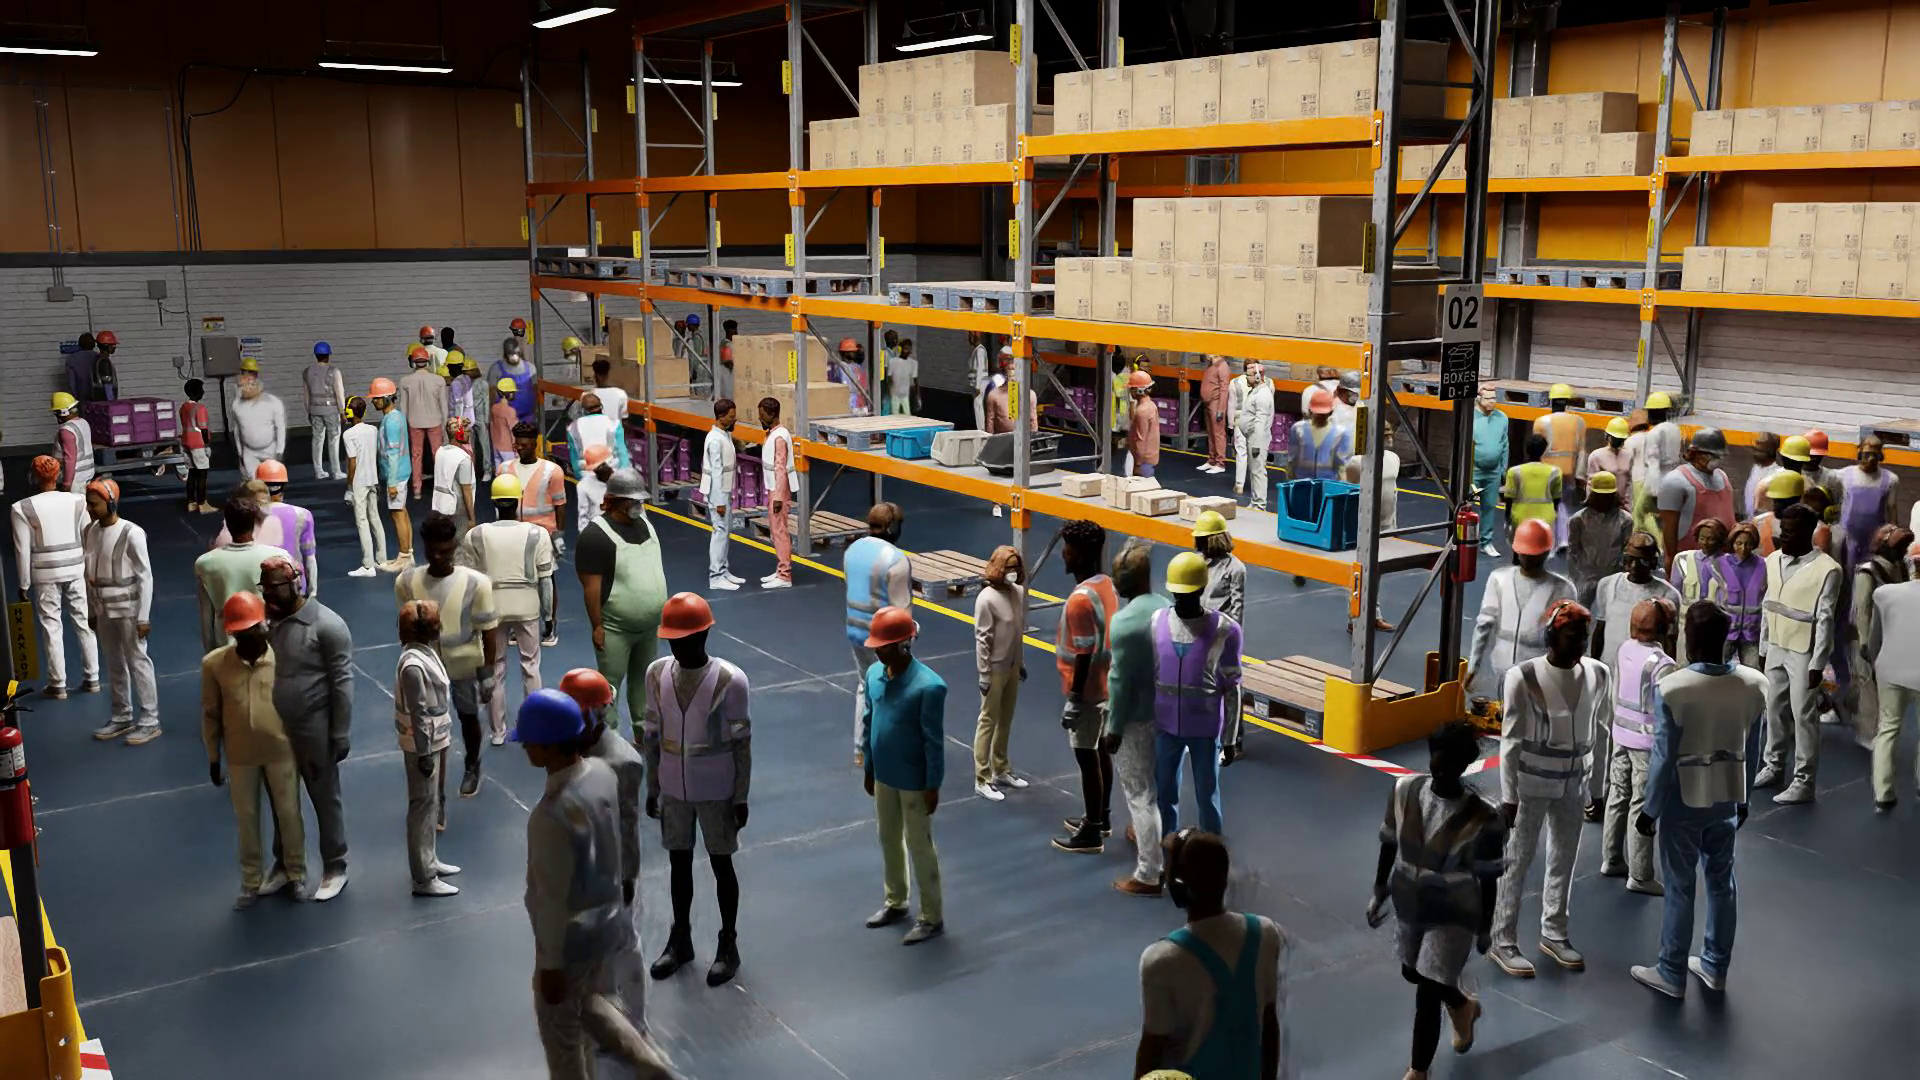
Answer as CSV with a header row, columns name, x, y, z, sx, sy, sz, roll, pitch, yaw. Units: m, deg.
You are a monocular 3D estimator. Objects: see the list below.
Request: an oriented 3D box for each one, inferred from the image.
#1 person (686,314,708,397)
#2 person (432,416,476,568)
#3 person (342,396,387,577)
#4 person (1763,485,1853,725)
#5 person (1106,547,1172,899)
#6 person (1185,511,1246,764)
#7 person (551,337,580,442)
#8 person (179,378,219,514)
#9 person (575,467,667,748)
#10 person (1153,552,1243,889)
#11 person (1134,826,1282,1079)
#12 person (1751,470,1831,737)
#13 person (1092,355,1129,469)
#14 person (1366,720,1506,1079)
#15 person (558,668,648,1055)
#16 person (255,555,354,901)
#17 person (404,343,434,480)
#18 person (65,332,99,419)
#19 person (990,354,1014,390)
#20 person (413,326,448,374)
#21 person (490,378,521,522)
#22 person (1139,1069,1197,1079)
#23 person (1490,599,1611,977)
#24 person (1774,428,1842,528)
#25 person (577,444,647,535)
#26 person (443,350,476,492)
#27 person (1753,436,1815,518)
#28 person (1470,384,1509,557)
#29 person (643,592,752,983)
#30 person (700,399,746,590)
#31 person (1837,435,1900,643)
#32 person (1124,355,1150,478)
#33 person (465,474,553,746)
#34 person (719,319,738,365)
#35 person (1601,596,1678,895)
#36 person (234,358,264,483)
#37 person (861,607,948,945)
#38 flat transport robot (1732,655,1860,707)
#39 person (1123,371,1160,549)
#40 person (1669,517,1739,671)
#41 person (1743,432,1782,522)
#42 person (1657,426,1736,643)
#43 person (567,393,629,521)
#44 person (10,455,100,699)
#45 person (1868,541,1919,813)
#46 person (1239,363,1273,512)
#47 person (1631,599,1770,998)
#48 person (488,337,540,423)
name,x,y,z,sx,sy,sz,roll,pitch,yaw
person,-4.758,-3.103,30.002,0.420,1.938,0.609,-1,11,-4
person,-4.734,-0.243,15.634,0.389,1.837,0.560,-10,15,-42
person,-6.153,-0.551,17.114,0.313,1.869,0.528,4,12,17
person,6.126,0.493,11.944,0.956,1.797,0.510,-2,11,-9
person,1.043,0.967,9.334,0.569,1.895,0.788,7,13,32
person,1.718,0.655,11.301,0.355,1.735,0.488,-9,14,-38
person,-6.165,-2.264,26.021,0.654,1.813,0.613,4,12,20
person,-9.507,-1.166,20.727,0.529,1.689,0.321,9,14,40
person,-2.235,0.502,11.284,0.535,2.000,0.681,7,13,33
person,1.232,1.002,9.041,0.586,1.920,0.396,5,12,26
person,0.808,1.798,5.198,0.536,1.825,0.507,-6,12,-27
person,5.882,0.442,11.919,0.428,1.917,0.594,-8,13,-34
person,2.279,-1.866,24.322,0.764,1.667,0.563,5,12,24
person,2.041,1.526,6.990,0.768,1.671,0.528,-9,15,-40
person,-1.624,1.412,7.396,0.557,1.744,0.347,10,15,41
person,-3.606,1.016,8.999,0.652,1.906,0.403,2,11,12
person,-7.579,-1.806,23.383,0.366,1.926,0.594,-3,11,-13
person,-13.175,-2.176,25.252,0.631,1.940,0.372,-2,11,-10
person,0.612,-1.639,22.762,0.561,1.835,0.446,-10,15,-43
person,-8.236,-2.332,25.909,0.623,1.989,0.400,-10,15,-41
person,-5.445,-1.071,20.041,0.532,1.767,0.328,11,15,44
person,0.570,2.092,4.029,0.665,1.693,0.500,-3,11,-15
person,2.888,1.205,8.125,0.571,1.877,0.346,-3,11,-15
person,7.153,0.006,14.125,0.549,1.925,0.389,4,12,19
person,-3.078,-0.018,14.790,0.621,1.704,0.427,-2,11,-10
person,-6.638,-1.550,22.075,0.362,1.928,0.587,-1,11,-5
person,6.770,0.090,13.689,0.589,1.924,0.384,-4,12,-22
person,5.660,-0.744,18.036,0.647,1.899,0.399,-3,11,-13
person,-1.278,1.193,8.014,0.551,1.935,0.375,3,12,16
person,-2.373,-0.453,16.528,0.410,1.908,0.598,0,11,0
person,7.789,0.005,14.369,0.542,1.829,0.460,4,12,21
person,2.368,-1.529,22.138,0.325,1.863,0.516,4,12,21
person,-3.142,0.493,11.651,0.587,1.920,0.391,-1,11,-7
person,-3.886,-2.735,28.039,0.365,1.964,0.610,-3,12,-16
person,3.752,1.119,9.142,0.307,1.645,0.520,-2,11,-11
person,-9.798,-1.649,23.034,0.352,1.755,0.525,3,12,17
person,-0.316,1.189,8.551,0.354,1.737,0.573,-11,15,-44
flat transport robot,6.274,1.069,12.923,1.431,0.197,0.652,5,12,24
person,2.025,-0.896,18.590,0.408,1.987,0.614,3,11,14
person,5.198,0.642,11.621,0.518,1.631,0.317,10,15,42
person,7.075,-0.050,14.705,0.387,1.823,0.548,1,11,7
person,5.970,0.089,13.399,0.682,2.000,0.538,-6,12,-27
person,-3.882,-0.677,17.932,0.663,1.804,0.679,-1,11,-3
person,-6.944,0.286,12.795,0.358,1.882,0.574,10,15,42
person,5.995,0.823,10.437,0.570,1.720,0.757,10,15,42
person,3.628,-1.224,20.480,0.399,1.902,0.641,1,11,3
person,3.505,1.229,7.881,0.589,1.918,0.392,-3,11,-15
person,-6.258,-1.869,23.420,0.720,2.000,0.695,-6,13,-28
